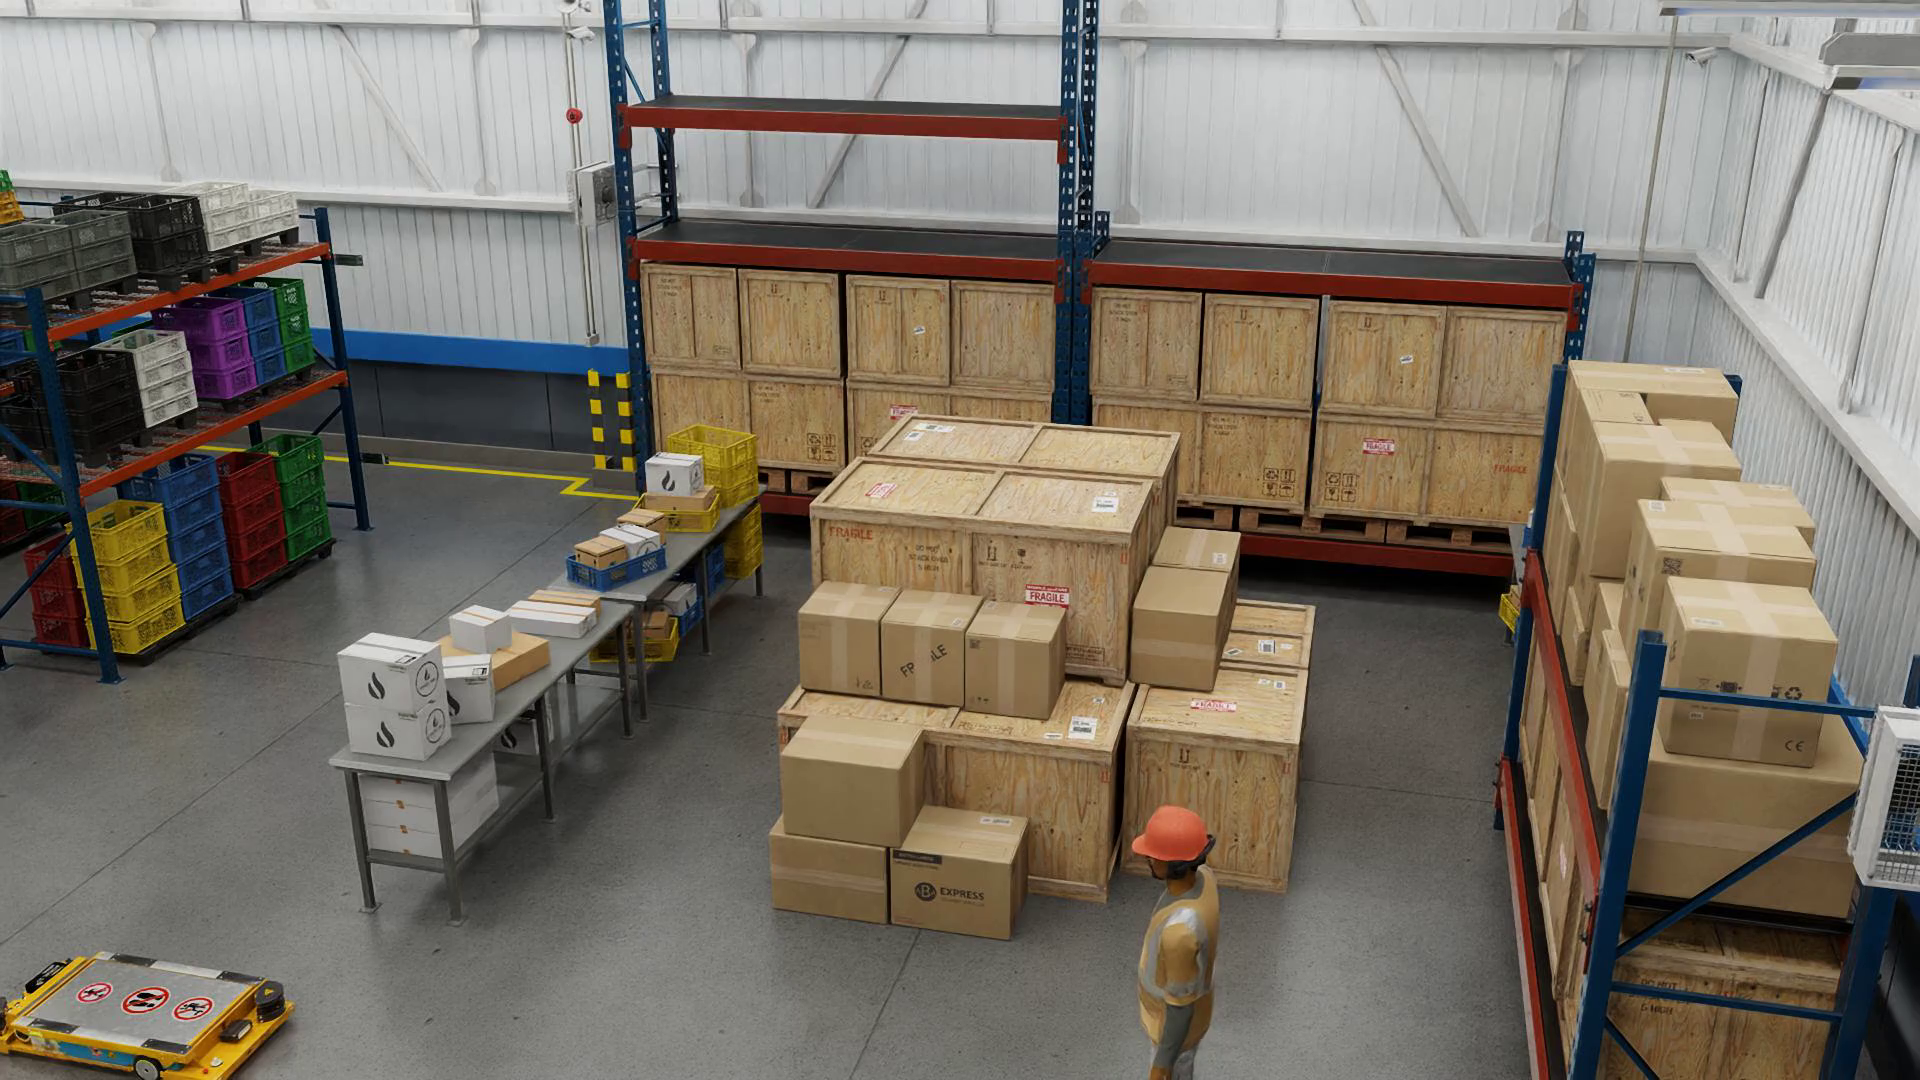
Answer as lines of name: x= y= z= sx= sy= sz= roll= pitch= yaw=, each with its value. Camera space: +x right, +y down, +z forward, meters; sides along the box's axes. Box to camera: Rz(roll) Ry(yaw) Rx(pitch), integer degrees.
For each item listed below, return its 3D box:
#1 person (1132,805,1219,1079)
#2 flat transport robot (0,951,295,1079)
person: x=0.899 y=2.056 z=7.187 sx=0.375 sy=2.041 sz=0.613 roll=5 pitch=21 yaw=13
flat transport robot: x=-4.270 y=2.464 z=8.601 sx=1.431 sy=0.231 sz=0.659 roll=5 pitch=22 yaw=13
